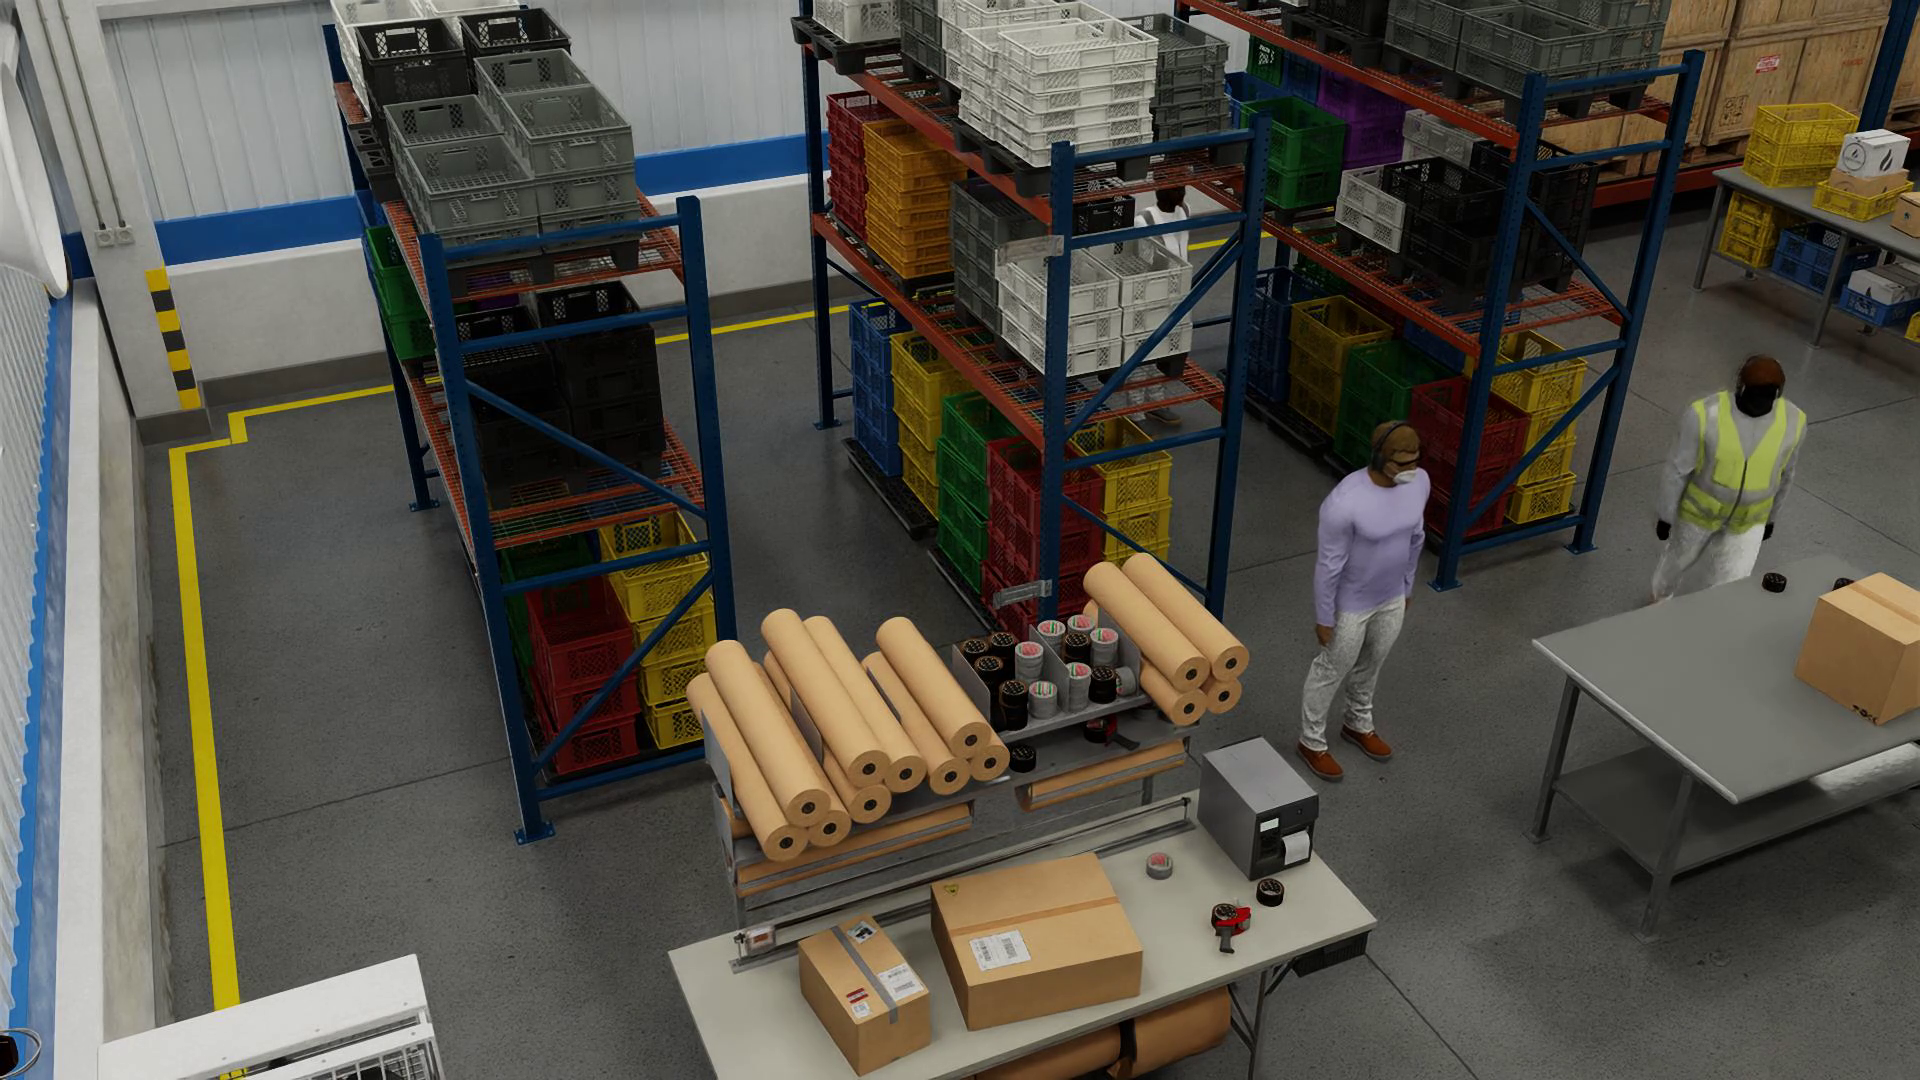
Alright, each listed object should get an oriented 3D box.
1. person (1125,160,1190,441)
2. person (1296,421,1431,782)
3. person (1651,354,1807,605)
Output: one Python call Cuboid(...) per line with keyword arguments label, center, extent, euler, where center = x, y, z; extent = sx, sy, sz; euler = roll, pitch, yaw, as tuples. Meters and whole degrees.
Cuboid(label="person", center=(1.321, -1.588, 10.997), extent=(0.355, 1.883, 0.574), euler=(23, 39, 33))
Cuboid(label="person", center=(1.924, 0.280, 7.921), extent=(0.630, 1.932, 0.362), euler=(-18, 36, -26))
Cuboid(label="person", center=(4.008, -0.163, 8.769), extent=(0.640, 1.800, 0.931), euler=(7, 32, 12))
